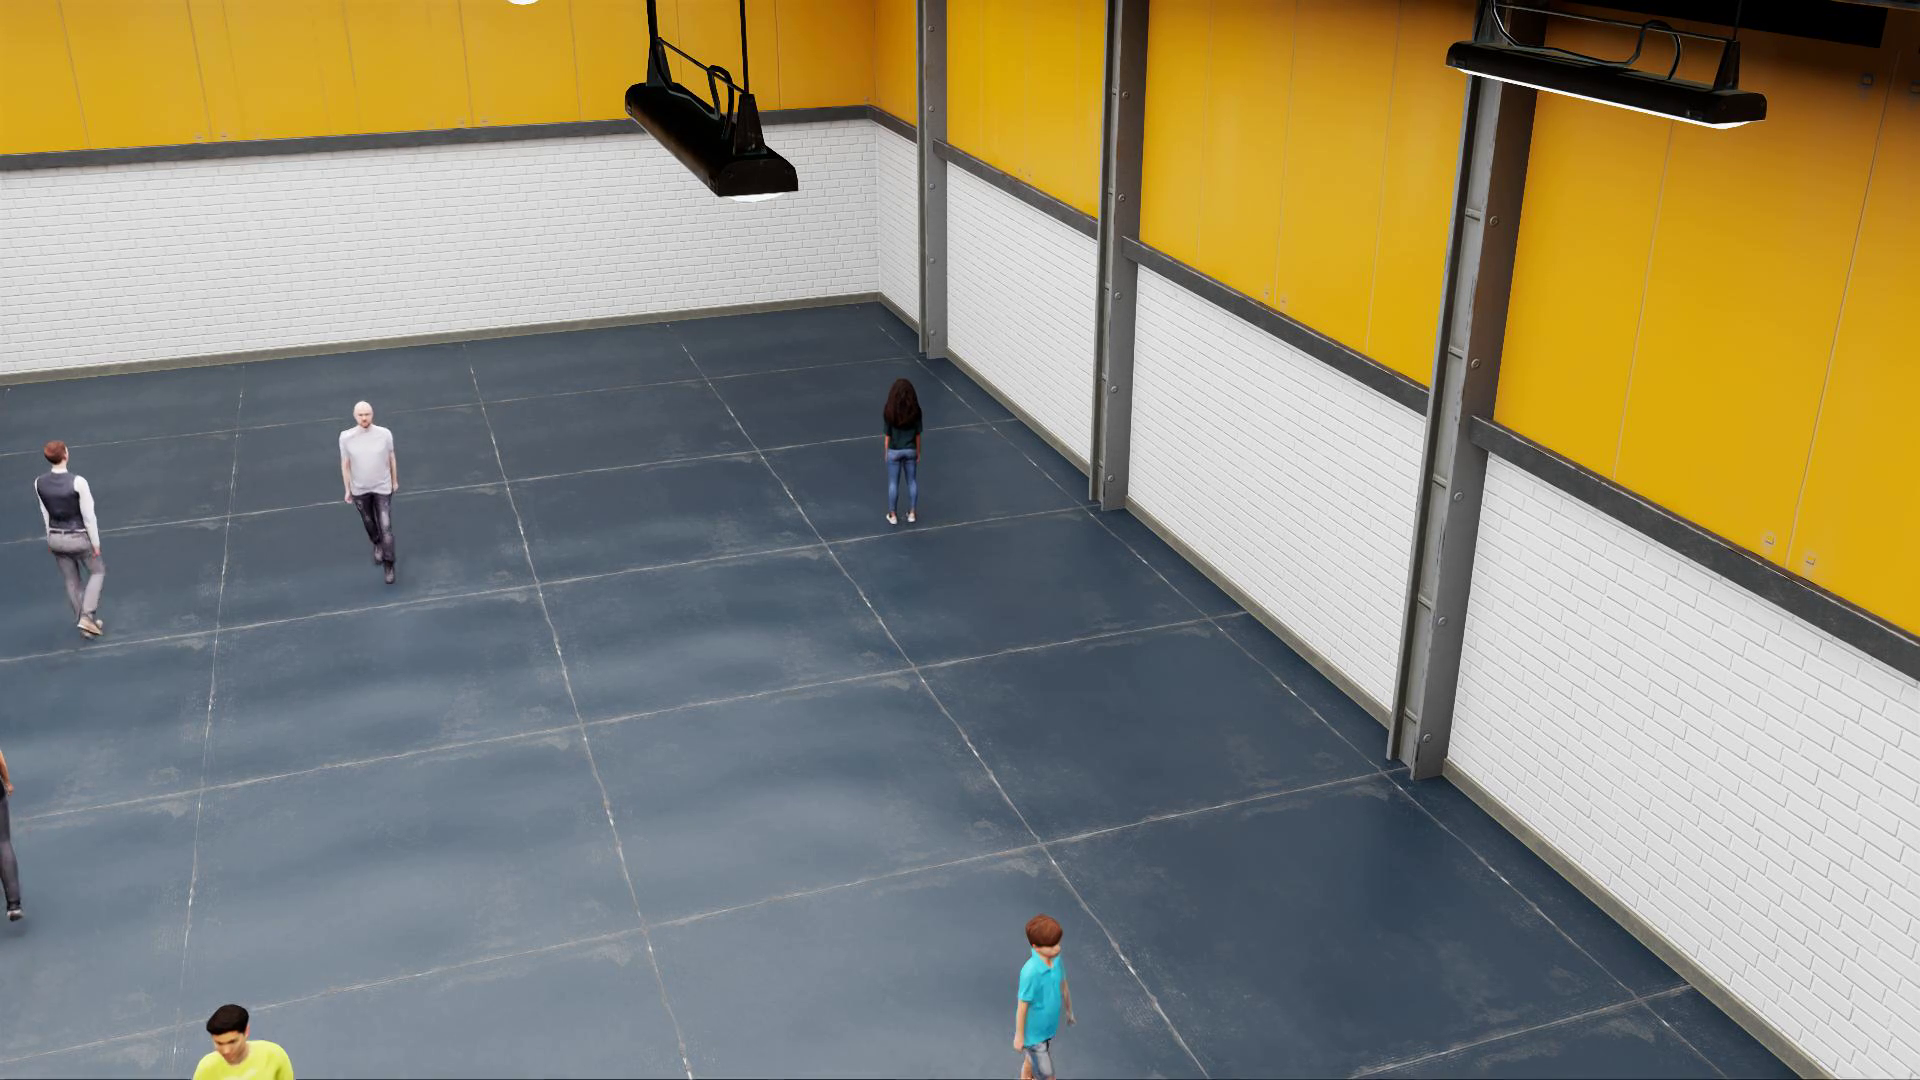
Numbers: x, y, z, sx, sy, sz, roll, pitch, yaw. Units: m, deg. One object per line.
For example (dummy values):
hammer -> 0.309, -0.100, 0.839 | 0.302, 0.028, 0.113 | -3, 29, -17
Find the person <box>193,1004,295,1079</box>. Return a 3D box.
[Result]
person -> -3.682, 3.064, 8.708 | 0.673, 1.666, 1.035 | -7, 25, -16

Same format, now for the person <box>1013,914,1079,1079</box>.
person -> 0.401, 2.771, 9.666 | 0.841, 1.436, 0.755 | 15, 28, 31

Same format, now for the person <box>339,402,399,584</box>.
person -> -5.940, -0.536, 16.792 | 0.786, 1.788, 1.252 | -5, 24, -11

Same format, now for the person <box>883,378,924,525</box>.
person -> -0.623, -0.965, 17.991 | 0.619, 1.613, 0.623 | -5, 24, -11

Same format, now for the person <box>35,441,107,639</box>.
person -> -8.217, 0.042, 15.300 | 0.806, 1.923, 0.891 | 0, 24, -1

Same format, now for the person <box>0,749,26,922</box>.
person -> -6.752, 1.796, 11.435 | 0.808, 1.806, 1.187 | -14, 27, -29
